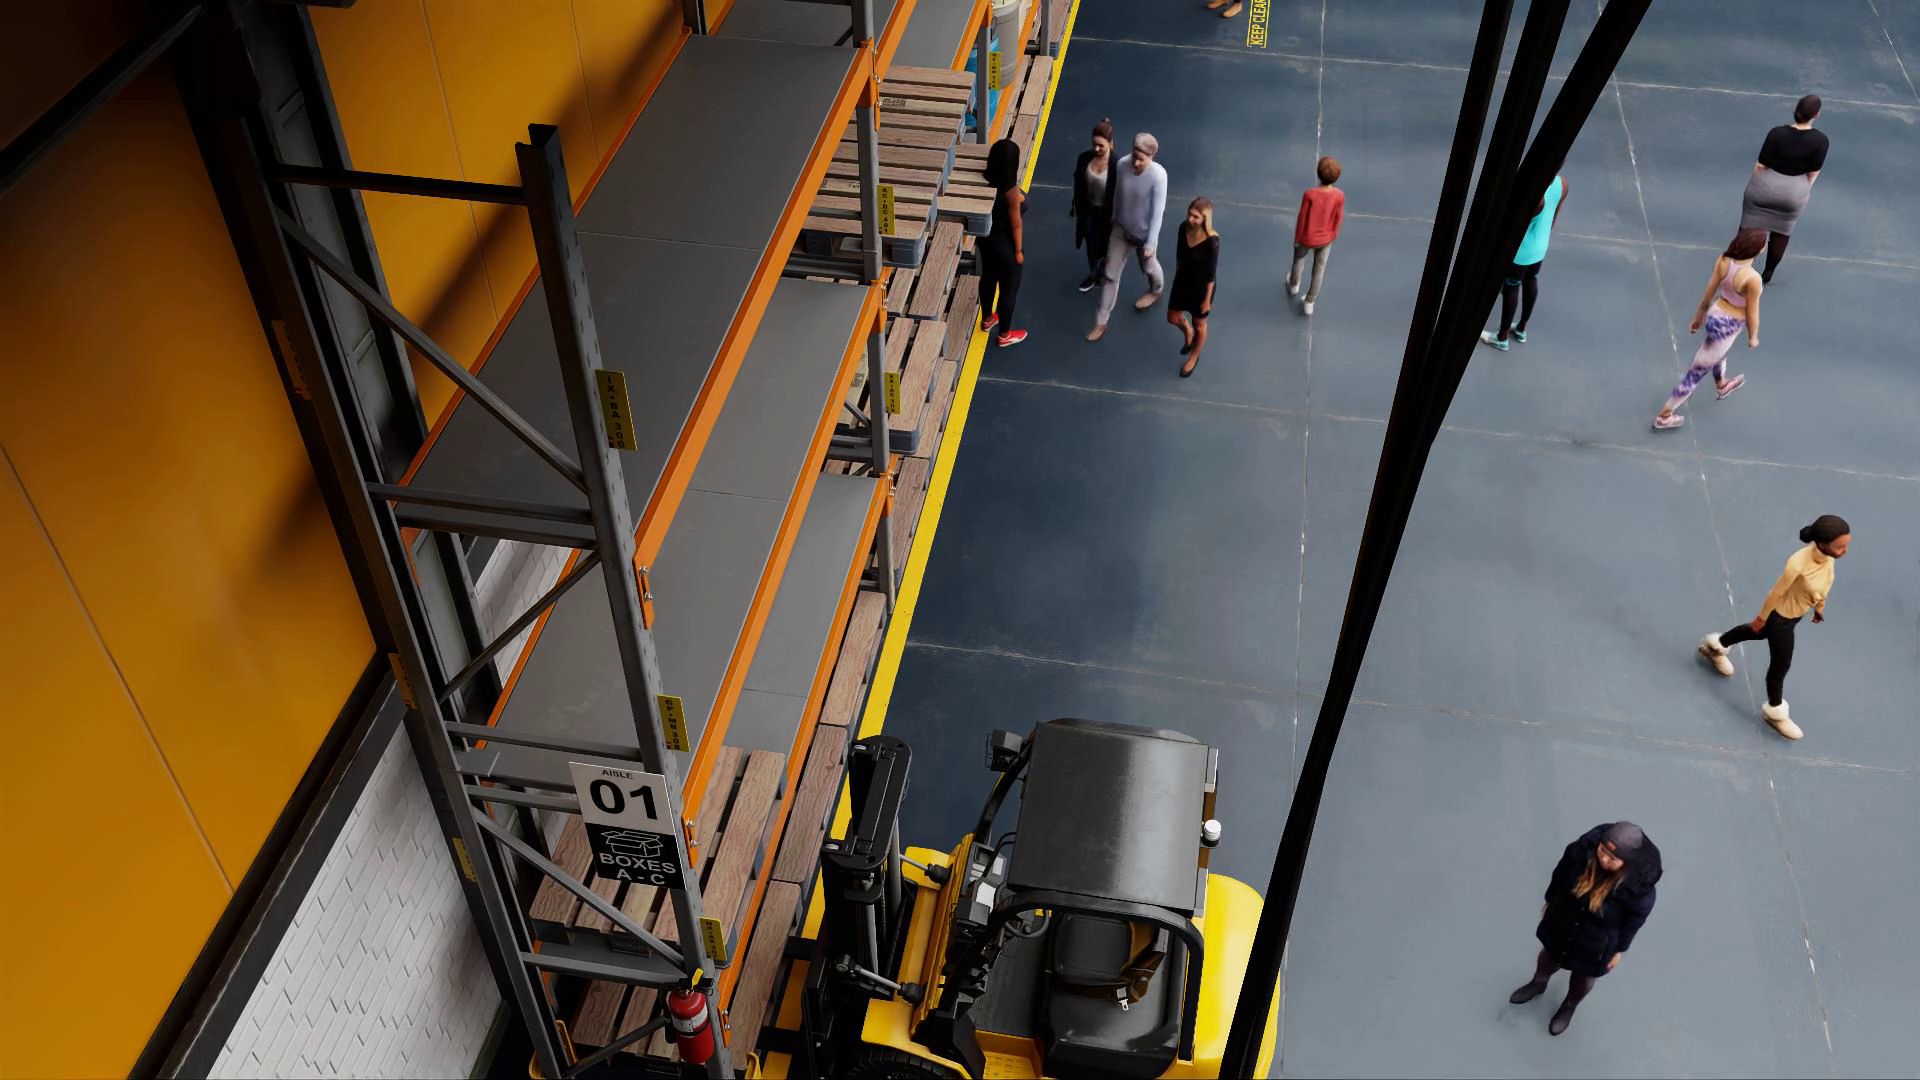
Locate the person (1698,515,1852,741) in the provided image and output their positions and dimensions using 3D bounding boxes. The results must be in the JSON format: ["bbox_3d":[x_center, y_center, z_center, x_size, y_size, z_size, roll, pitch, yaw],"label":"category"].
[{"bbox_3d":[5.192,0.416,10.601,1.086,1.620,1.157,-25,49,-24],"label":"person"}]

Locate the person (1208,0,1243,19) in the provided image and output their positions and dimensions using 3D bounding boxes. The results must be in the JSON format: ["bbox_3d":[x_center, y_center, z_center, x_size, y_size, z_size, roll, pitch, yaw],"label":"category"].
[{"bbox_3d":[2.954,-6.473,17.758,0.822,1.722,0.765,-27,50,-26],"label":"person"}]

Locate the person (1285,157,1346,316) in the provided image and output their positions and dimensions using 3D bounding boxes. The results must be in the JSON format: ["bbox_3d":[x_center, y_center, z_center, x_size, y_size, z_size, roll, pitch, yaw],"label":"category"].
[{"bbox_3d":[2.967,-2.492,13.810,0.593,1.404,0.775,1,44,1],"label":"person"}]

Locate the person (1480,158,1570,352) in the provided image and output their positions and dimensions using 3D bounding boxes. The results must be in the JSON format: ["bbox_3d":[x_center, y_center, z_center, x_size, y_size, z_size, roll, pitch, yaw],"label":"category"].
[{"bbox_3d":[4.562,-2.336,13.351,0.684,1.811,0.718,-21,47,-21],"label":"person"}]

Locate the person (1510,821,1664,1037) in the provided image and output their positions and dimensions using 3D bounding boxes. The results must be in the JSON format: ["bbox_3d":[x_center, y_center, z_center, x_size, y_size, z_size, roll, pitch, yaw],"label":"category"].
[{"bbox_3d":[3.343,2.040,8.856,0.848,1.675,0.802,-32,52,-29],"label":"person"}]

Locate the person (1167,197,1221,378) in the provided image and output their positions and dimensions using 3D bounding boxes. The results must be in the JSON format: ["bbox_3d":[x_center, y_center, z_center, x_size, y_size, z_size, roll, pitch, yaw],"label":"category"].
[{"bbox_3d":[1.914,-2.022,13.127,0.712,1.664,0.771,33,53,30],"label":"person"}]

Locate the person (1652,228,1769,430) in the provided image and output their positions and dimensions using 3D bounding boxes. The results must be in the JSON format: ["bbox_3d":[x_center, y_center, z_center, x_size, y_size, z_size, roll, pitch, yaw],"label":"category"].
[{"bbox_3d":[5.680,-1.548,12.589,1.012,1.720,1.154,-12,45,-13],"label":"person"}]

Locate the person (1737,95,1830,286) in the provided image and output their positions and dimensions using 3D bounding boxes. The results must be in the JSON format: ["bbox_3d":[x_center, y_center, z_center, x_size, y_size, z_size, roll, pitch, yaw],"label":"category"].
[{"bbox_3d":[6.886,-2.915,13.998,0.706,1.757,0.682,15,46,15],"label":"person"}]

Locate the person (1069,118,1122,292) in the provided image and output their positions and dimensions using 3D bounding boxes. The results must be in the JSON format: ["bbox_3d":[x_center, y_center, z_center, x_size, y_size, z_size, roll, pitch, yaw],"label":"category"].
[{"bbox_3d":[1.221,-2.790,13.923,0.789,1.679,0.827,29,51,27],"label":"person"}]

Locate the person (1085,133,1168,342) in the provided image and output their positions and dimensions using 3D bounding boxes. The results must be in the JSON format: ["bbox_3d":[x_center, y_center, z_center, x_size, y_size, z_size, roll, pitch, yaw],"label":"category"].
[{"bbox_3d":[1.500,-2.534,13.542,1.117,1.834,1.355,31,52,29],"label":"person"}]

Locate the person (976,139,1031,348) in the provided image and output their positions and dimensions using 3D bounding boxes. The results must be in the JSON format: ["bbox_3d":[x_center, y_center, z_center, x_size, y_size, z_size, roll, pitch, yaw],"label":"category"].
[{"bbox_3d":[0.326,-2.402,13.417,0.826,1.815,0.768,-26,50,-25],"label":"person"}]
